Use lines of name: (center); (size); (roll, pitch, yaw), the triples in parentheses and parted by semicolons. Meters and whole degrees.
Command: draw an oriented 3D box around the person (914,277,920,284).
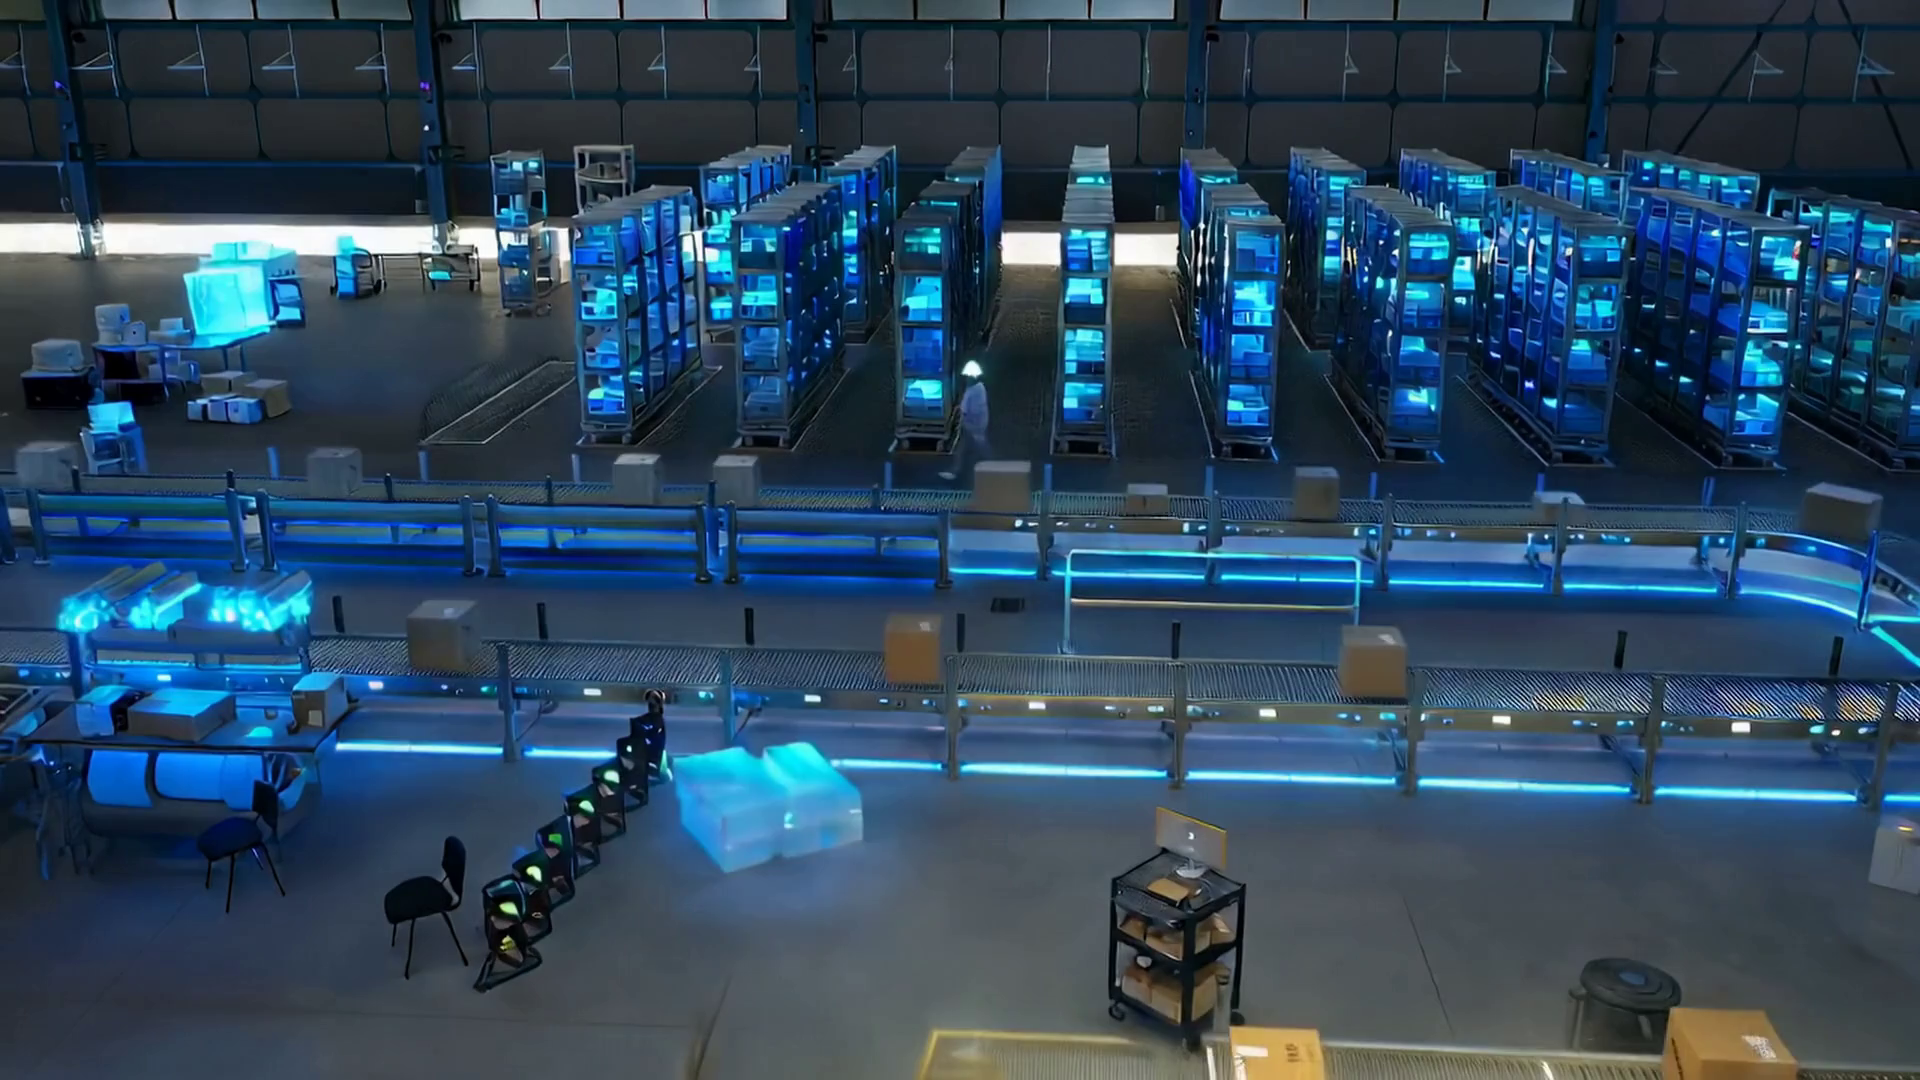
person: (-0.823, -6.002, 37.661); (0.595, 1.801, 0.934); (0, 17, -1)

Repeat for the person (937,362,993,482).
person: (0.115, -1.662, 23.903); (0.901, 1.786, 0.602); (-3, 18, -9)
